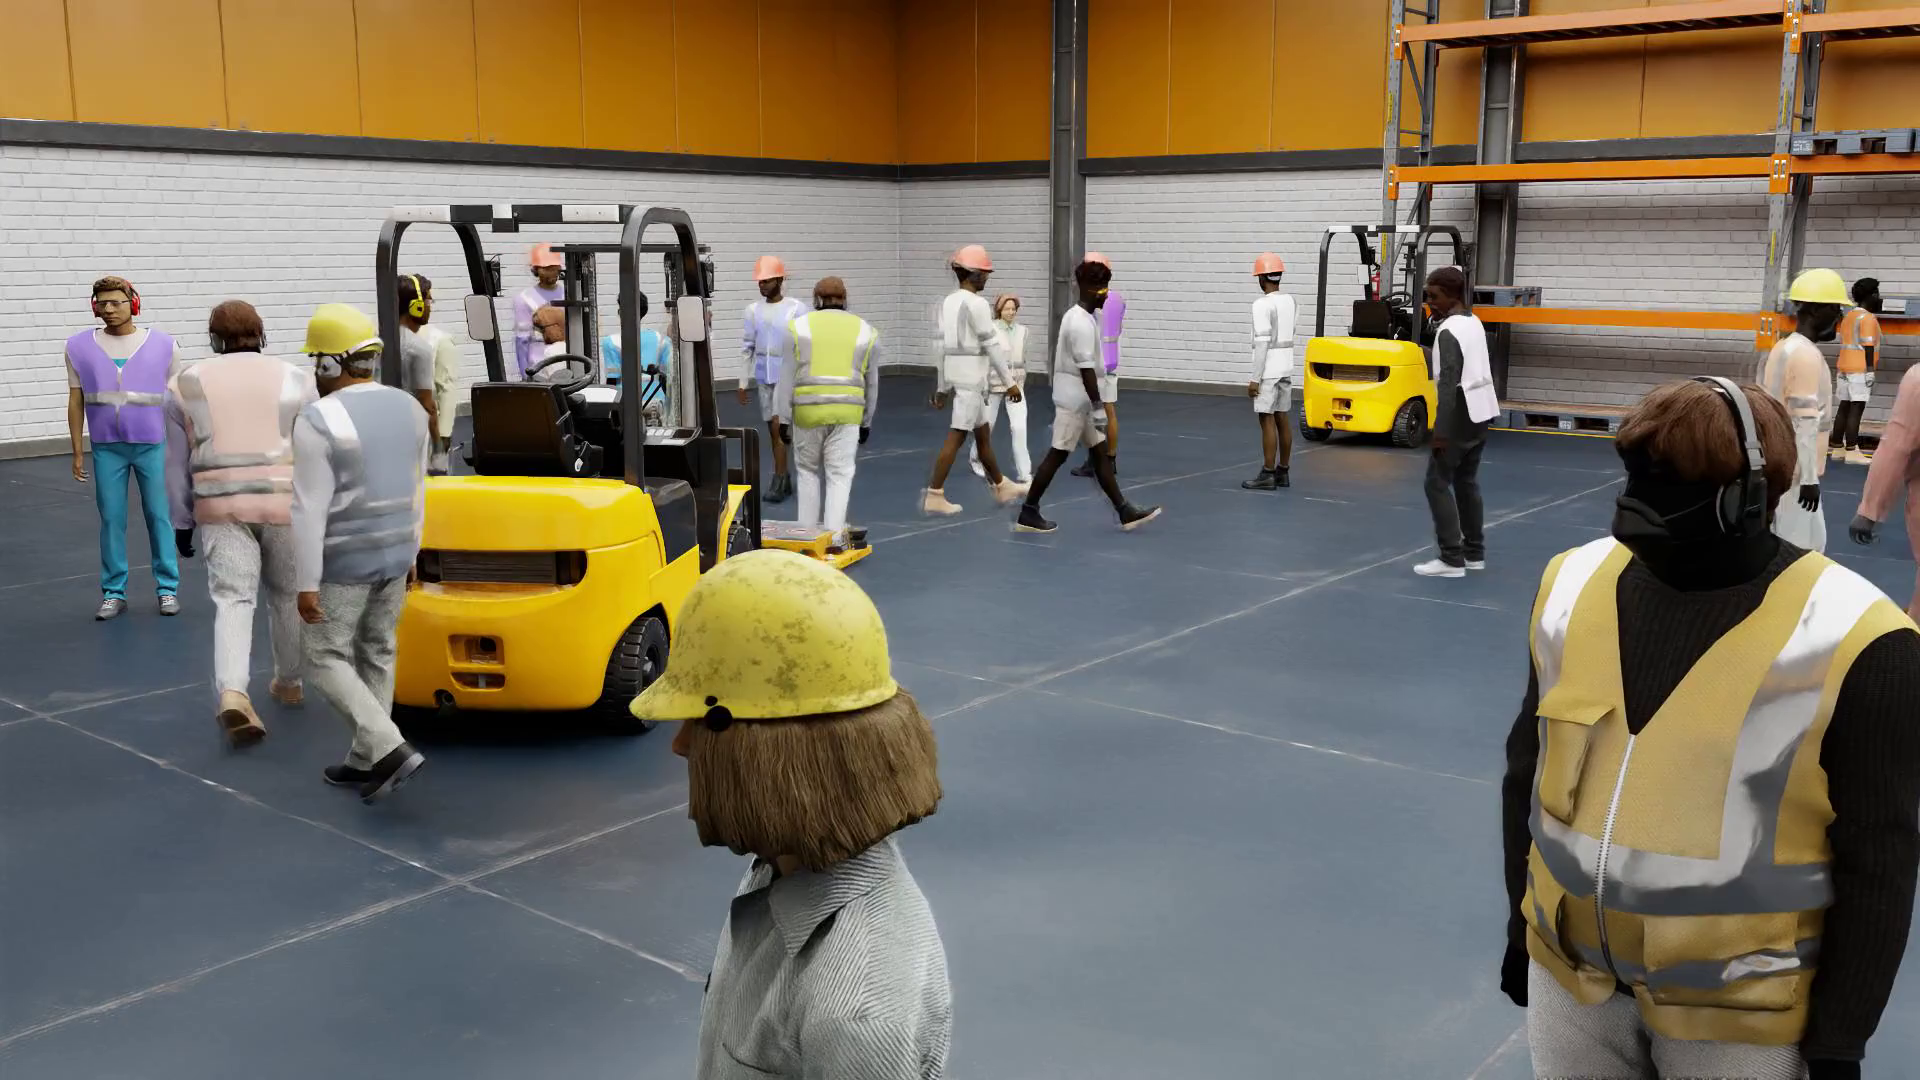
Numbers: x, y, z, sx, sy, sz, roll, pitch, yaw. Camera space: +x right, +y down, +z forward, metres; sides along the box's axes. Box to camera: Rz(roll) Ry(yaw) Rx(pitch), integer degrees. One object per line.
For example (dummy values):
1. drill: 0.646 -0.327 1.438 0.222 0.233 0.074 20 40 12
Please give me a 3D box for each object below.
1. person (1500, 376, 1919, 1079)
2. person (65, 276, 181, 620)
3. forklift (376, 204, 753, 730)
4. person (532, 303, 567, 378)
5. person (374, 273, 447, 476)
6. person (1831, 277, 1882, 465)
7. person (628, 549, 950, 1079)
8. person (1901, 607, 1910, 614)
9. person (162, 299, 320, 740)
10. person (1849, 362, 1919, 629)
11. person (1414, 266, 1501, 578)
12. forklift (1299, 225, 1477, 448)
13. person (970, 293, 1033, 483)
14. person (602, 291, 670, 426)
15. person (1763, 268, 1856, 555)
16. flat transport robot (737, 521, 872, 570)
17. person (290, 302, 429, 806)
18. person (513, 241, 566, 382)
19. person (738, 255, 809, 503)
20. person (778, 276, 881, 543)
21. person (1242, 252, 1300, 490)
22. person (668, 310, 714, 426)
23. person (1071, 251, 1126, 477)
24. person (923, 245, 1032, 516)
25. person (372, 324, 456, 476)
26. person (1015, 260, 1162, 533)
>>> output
1. person: 1.092 0.669 2.557 0.430 1.841 0.624 -8 13 -37
2. person: -4.486 -0.497 8.991 0.570 1.843 0.373 -3 11 -18
3. forklift: -1.766 -0.406 7.525 1.214 2.155 2.313 1 10 7
4. person: -2.610 -0.745 10.969 0.403 1.625 0.558 0 10 3
5. person: -3.037 -0.531 9.156 0.546 1.854 0.500 9 13 40
6. person: 8.194 -1.537 15.173 0.318 1.697 0.534 1 10 5
7. person: -0.161 0.866 1.747 0.316 1.738 0.481 -3 11 -14
8. person: 5.271 -0.493 8.872 0.452 1.885 0.658 5 11 27
9. person: -2.954 -0.099 6.954 0.663 1.799 0.909 -4 11 -22
10. person: 4.091 -0.139 6.990 0.662 1.857 0.982 -4 11 -19
11. person: 3.024 -0.706 10.052 0.444 1.883 0.657 6 12 32
12. forklift: 4.449 -2.115 16.993 1.214 2.155 2.313 8 13 38
13. person: 0.337 -1.297 14.129 0.533 1.596 0.870 -6 12 -30
14. person: -2.290 -0.927 11.785 0.535 1.699 0.318 -10 14 -43
15. person: 4.050 -0.383 8.205 0.746 1.904 0.599 4 11 23
16. flat transport robot: -1.336 0.018 10.501 1.431 0.197 0.652 3 11 17
17. person: -2.151 0.062 5.961 0.590 1.819 0.614 5 11 26
18. person: -3.344 -1.427 13.655 0.630 2.020 0.479 -9 14 -41
19. person: -1.483 -1.239 12.920 0.568 1.908 0.752 5 11 25
20. person: -0.836 -0.759 10.562 0.653 1.805 0.650 -2 10 -10
21. person: 2.523 -1.370 13.590 0.376 1.933 0.545 9 14 42
22. person: -1.672 -0.667 10.571 0.424 1.617 0.505 0 10 1
23. person: 1.176 -1.506 14.339 0.359 1.936 0.544 9 13 40
24. person: 0.142 -1.179 12.370 1.016 1.988 0.623 -4 11 -22
25. person: -3.441 -0.704 10.302 0.616 1.783 0.883 2 10 11
26. person: 0.863 -0.967 11.457 1.041 1.891 0.639 0 10 2
